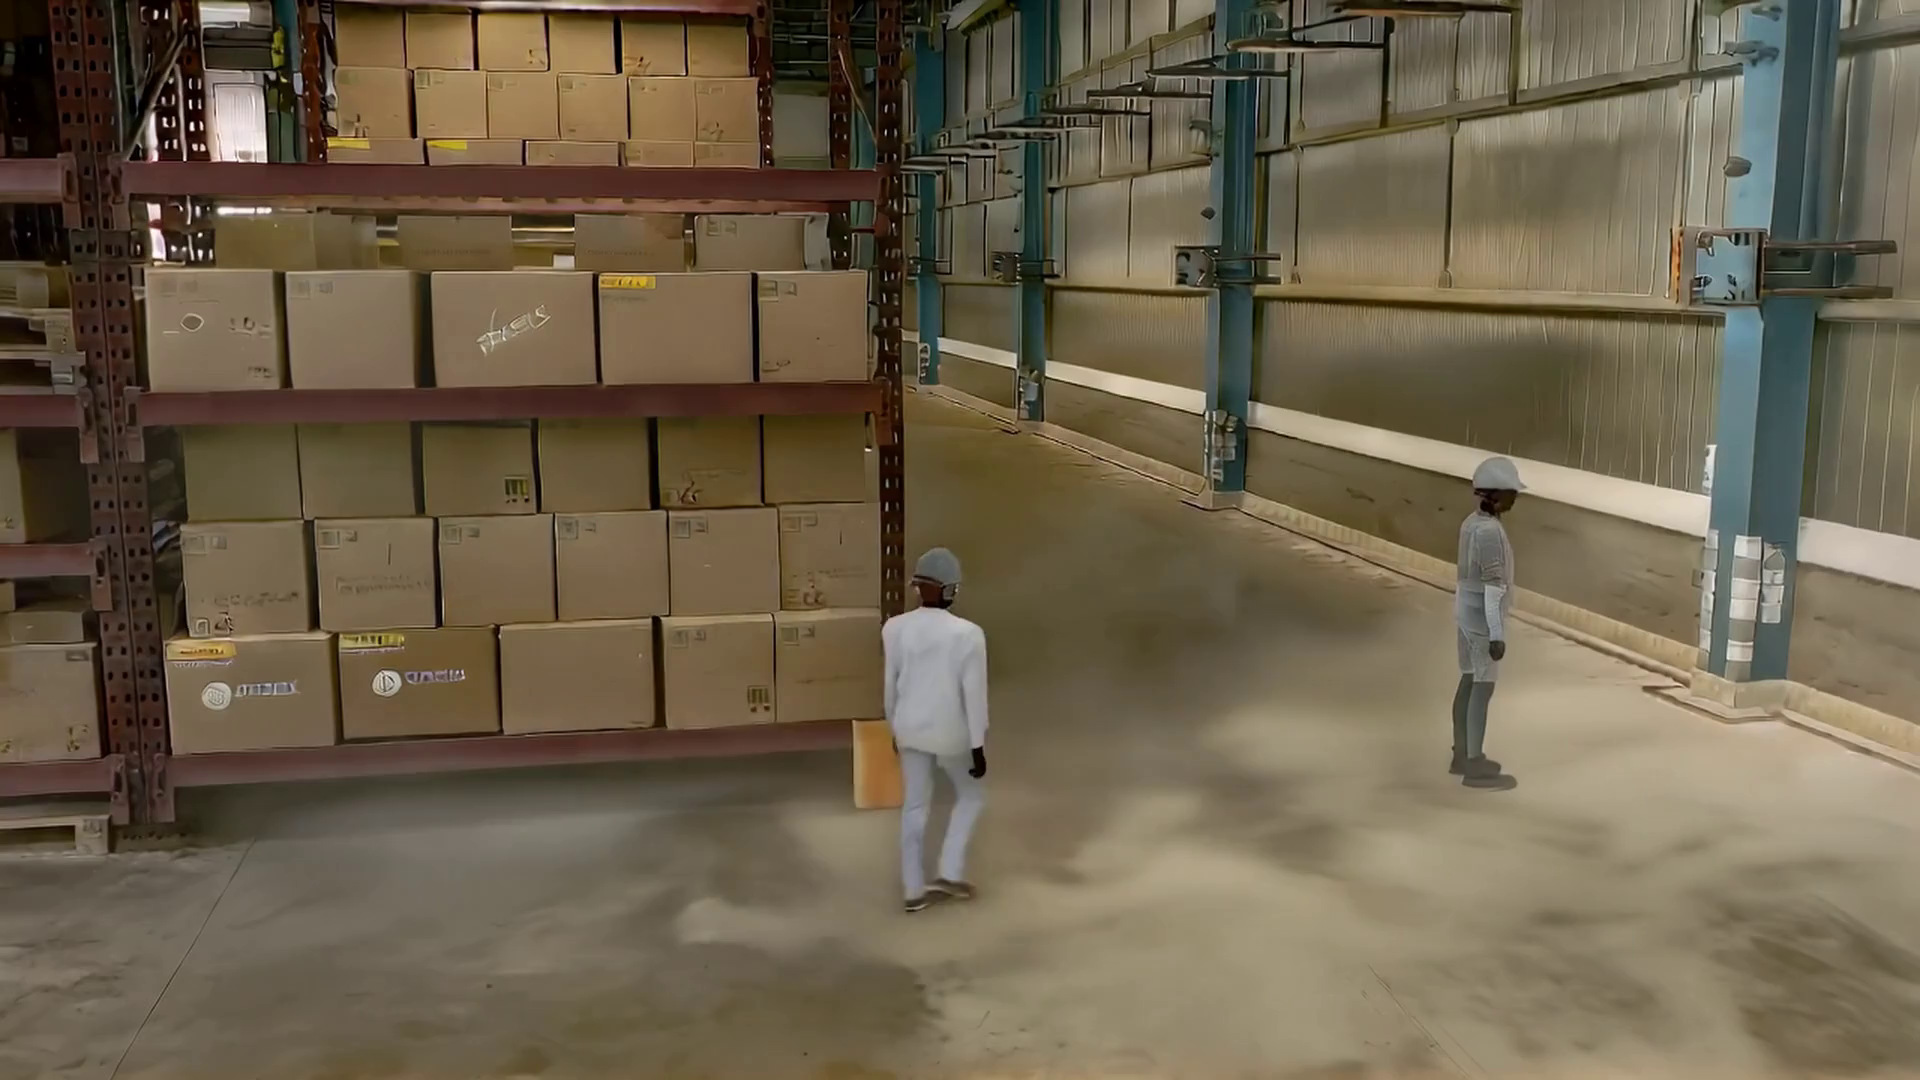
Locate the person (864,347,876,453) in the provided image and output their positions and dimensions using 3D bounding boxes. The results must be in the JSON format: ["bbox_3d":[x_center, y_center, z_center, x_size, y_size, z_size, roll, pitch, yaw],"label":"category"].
[{"bbox_3d":[-1.603,-2.326,27.359,0.406,1.783,0.706,-4,10,-25],"label":"person"}]

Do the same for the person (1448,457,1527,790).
[{"bbox_3d":[3.090,0.479,9.744,0.360,1.939,0.543,0,9,0],"label":"person"}]

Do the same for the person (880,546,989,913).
[{"bbox_3d":[-0.098,0.892,7.837,0.597,1.733,0.479,5,11,29],"label":"person"}]
